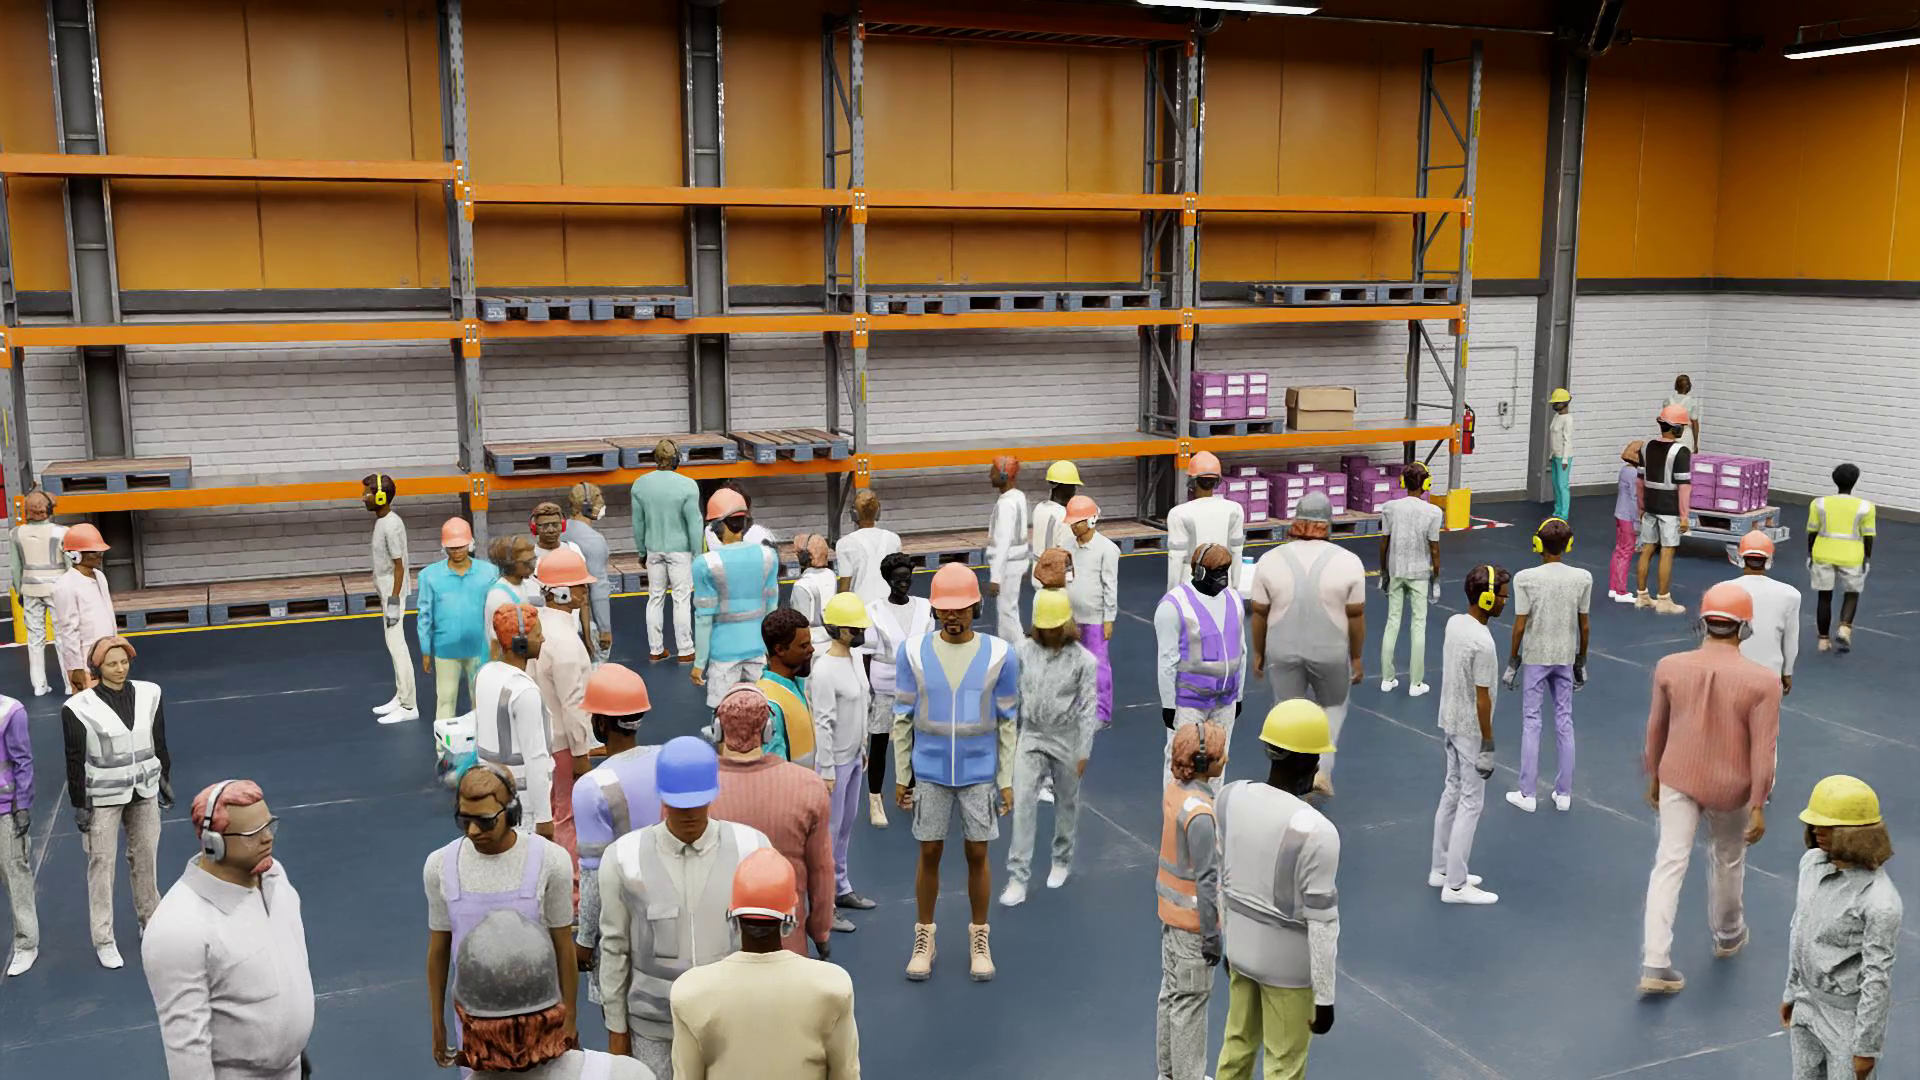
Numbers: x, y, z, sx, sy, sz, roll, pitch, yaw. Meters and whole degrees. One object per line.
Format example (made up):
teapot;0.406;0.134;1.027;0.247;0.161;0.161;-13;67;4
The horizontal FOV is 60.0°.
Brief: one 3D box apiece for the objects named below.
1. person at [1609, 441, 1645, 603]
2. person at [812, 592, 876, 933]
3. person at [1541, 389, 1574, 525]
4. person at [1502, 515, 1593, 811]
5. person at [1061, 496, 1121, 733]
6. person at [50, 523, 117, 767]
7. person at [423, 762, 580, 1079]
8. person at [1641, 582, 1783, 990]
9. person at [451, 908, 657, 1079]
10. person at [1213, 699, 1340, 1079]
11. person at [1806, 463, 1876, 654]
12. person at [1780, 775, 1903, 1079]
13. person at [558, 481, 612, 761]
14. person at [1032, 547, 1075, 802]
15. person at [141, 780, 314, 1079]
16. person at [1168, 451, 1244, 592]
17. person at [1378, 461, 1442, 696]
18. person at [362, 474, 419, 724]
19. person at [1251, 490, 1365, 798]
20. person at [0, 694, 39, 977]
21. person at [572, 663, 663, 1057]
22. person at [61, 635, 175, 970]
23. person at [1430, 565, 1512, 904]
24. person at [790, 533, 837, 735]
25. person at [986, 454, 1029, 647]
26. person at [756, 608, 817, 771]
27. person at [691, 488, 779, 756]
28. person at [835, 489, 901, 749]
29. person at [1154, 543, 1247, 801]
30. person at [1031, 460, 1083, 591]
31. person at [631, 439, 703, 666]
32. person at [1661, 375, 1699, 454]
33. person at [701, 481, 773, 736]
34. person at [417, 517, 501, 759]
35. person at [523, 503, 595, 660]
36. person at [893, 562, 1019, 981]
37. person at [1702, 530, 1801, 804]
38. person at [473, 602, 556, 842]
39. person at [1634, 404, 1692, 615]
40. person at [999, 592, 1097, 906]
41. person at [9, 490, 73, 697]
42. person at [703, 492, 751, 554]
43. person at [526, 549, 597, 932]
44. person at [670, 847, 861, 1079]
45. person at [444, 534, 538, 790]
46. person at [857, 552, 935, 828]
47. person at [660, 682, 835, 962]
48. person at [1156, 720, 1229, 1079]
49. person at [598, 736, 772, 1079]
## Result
person;6.723;-0.188;16.697;0.277;1.628;0.500;1;10;7
person;-0.597;1.136;8.663;0.325;1.767;0.533;3;10;17
person;7.696;-1.066;21.376;0.338;1.761;0.524;0;10;1
person;3.675;0.774;10.432;0.519;1.877;0.328;0;10;-1
person;0.912;0.533;12.219;0.355;1.736;0.577;-9;13;-41
person;-5.668;0.758;10.869;0.324;1.752;0.560;-1;10;-5
person;-1.546;1.628;5.644;0.516;1.835;0.358;0;10;0
person;3.581;1.170;7.997;0.628;1.932;1.085;9;13;41
person;-1.025;1.830;3.870;0.688;2.000;0.536;-7;12;-36
person;1.157;1.512;6.052;0.387;1.920;0.596;-7;12;-34
person;7.625;0.170;14.442;0.538;1.688;0.389;6;12;33
person;3.027;1.652;5.786;0.333;1.734;0.481;-1;10;-4
person;-2.594;0.556;11.504;0.352;1.937;0.635;-8;13;-39
person;0.591;0.847;10.702;0.284;1.633;0.501;3;10;19
person;-2.206;1.669;5.179;0.402;1.911;0.639;1;10;6
person;1.794;0.360;12.328;0.605;2.045;0.383;-3;10;-16
person;3.564;0.307;13.182;0.510;1.859;0.327;7;12;35
person;-4.259;0.433;12.415;0.309;1.868;0.535;-4;11;-23
person;2.199;0.676;10.517;0.713;2.000;0.535;3;10;18
person;-4.732;1.303;8.062;0.514;1.641;0.309;0;10;3
person;-1.309;1.429;6.475;0.357;1.938;0.545;5;11;29
person;-4.151;1.273;8.233;0.307;1.640;0.520;6;12;32
person;2.757;1.044;8.951;0.345;1.856;0.525;-1;10;-6
person;-0.980;0.761;11.180;0.308;1.641;0.516;3;10;19
person;0.376;0.241;13.497;0.433;1.887;0.590;1;10;8
person;-0.806;1.248;7.577;0.391;1.920;0.593;0;10;-2
person;-1.425;0.688;10.454;0.605;2.041;0.383;-8;13;-40
person;-0.652;0.556;11.772;0.515;1.844;0.329;-6;12;-31
person;1.428;0.918;9.732;0.624;1.837;0.429;-6;11;-30
person;0.753;0.344;12.793;0.395;1.918;0.587;-3;10;-18
person;-2.458;0.106;14.092;0.636;1.939;0.362;3;10;17
person;9.786;-1.325;22.611;0.345;1.847;0.508;-9;13;-42
person;-1.559;0.520;11.808;0.698;1.907;0.432;6;12;32
person;-3.334;0.708;11.160;0.568;1.750;0.342;-4;11;-22
person;-2.753;0.654;11.202;0.563;1.847;0.389;-6;11;-29
person;-0.022;1.113;7.996;0.607;2.044;0.372;0;10;2
person;5.016;0.806;10.601;0.571;1.747;0.342;2;10;11
person;-2.078;1.221;7.828;0.337;1.882;0.584;-8;13;-38
person;6.848;-0.302;16.143;0.395;2.042;0.611;-4;11;-21
person;0.458;1.119;8.924;0.520;1.695;0.839;3;10;15
person;-7.183;0.429;13.091;0.515;1.641;0.314;0;10;0
person;-1.689;0.469;12.702;0.541;1.695;0.316;0;10;-2
person;-2.043;1.028;8.620;0.381;1.994;0.619;-6;11;-30
person;-0.577;1.776;5.007;0.563;1.752;0.328;-1;10;-6
person;-2.853;0.852;10.185;0.678;1.824;0.546;-1;10;-4
person;-0.377;0.907;10.182;0.539;1.696;0.317;-5;11;-27
person;-0.800;1.476;6.295;0.651;1.906;0.403;-2;10;-14
person;0.947;1.533;6.738;0.308;1.641;0.511;-1;10;-6
person;-0.897;1.584;5.574;0.605;1.941;0.415;-2;10;-13
